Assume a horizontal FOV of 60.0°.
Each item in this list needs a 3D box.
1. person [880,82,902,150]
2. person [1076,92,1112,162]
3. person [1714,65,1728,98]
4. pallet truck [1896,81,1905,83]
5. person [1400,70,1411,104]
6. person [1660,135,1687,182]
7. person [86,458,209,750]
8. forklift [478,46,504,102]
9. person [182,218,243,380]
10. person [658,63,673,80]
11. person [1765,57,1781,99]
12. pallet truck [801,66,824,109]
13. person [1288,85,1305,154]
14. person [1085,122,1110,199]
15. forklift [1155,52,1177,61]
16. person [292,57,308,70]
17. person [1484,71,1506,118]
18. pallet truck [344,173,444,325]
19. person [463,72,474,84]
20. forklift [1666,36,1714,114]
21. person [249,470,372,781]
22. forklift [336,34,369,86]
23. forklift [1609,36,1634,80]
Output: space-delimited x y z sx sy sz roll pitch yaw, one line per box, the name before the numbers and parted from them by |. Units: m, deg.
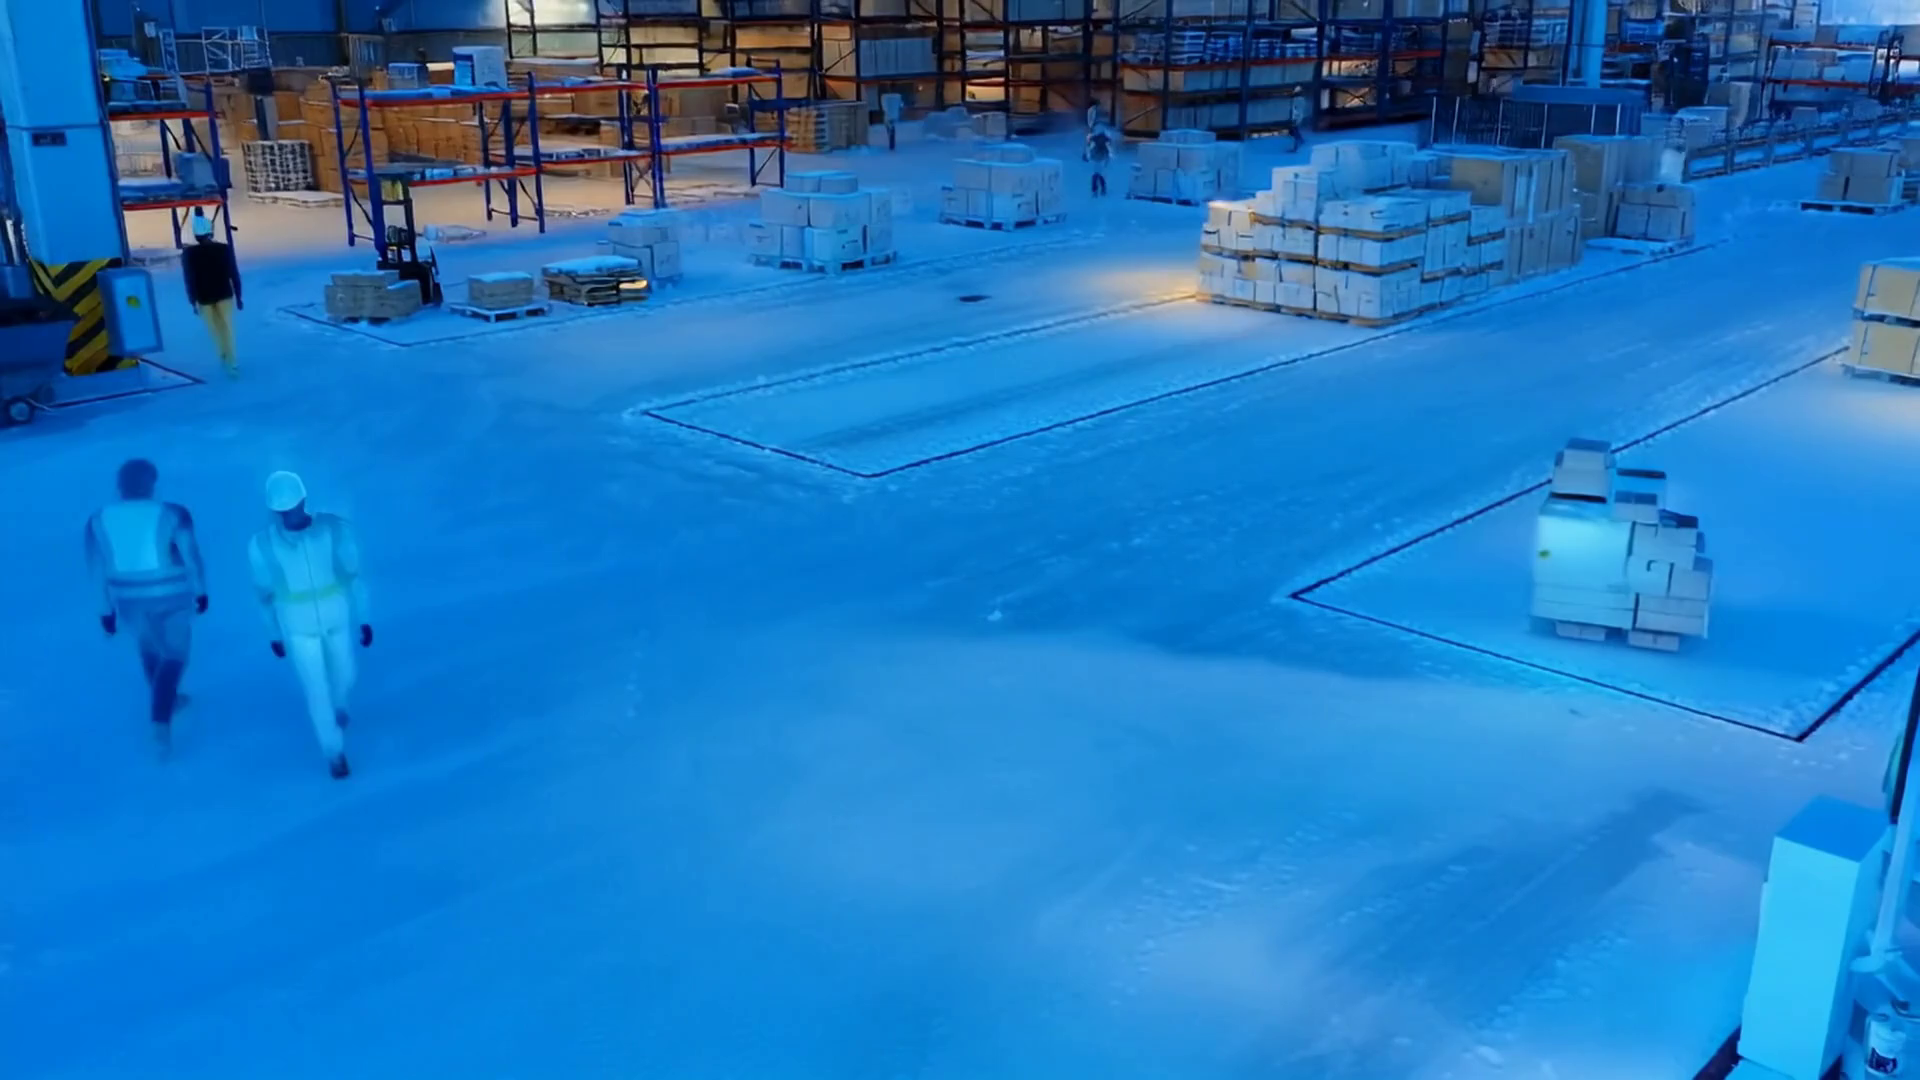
person | -1.985 -12.339 48.448 0.623 1.940 0.896 -6 19 -17
person | 3.701 -11.197 45.132 1.055 1.863 0.579 -5 19 -14
person | 26.999 -15.884 59.114 0.438 1.928 0.630 -7 19 -19
pallet truck | 34.802 -16.331 61.455 0.653 1.274 1.630 17 25 41
person | 16.308 -16.439 61.201 0.684 1.668 0.540 9 20 25
person | 13.581 -6.747 31.658 0.653 1.883 1.037 -9 20 -25
person | -5.029 0.390 10.312 0.620 1.803 0.888 -1 18 -3
forklift | -14.397 -13.832 51.456 1.129 2.768 1.873 17 25 41
person | -9.026 -2.943 20.135 0.607 1.939 1.060 -7 20 -19
person | -11.118 -16.982 62.537 0.676 1.852 0.976 8 20 23
person | 34.164 -19.319 69.660 0.605 1.810 0.671 -16 24 -40
pallet truck | -4.812 -15.182 56.903 0.823 1.965 1.885 -9 21 -26
person | 9.597 -11.995 47.420 0.414 1.917 0.569 -6 19 -18
person | 3.093 -8.487 37.229 0.547 1.681 0.368 -9 20 -25
forklift | 6.706 -14.733 54.171 1.129 2.768 1.873 17 25 41
person | -26.063 -18.099 65.790 0.357 1.938 0.636 17 25 41
person | 19.466 -16.177 60.420 0.867 1.651 0.545 5 19 15
pallet truck | -8.209 -4.181 23.757 0.823 1.965 1.885 3 19 9
person | -15.637 -13.896 53.033 0.380 1.995 0.611 17 25 41
forklift | 27.341 -17.291 61.877 1.129 2.768 1.873 17 25 41
person | -3.861 0.456 9.938 0.611 1.898 0.673 -10 21 -28
forklift | -23.464 -18.297 64.908 1.129 2.768 1.873 17 25 41
forklift | 24.713 -17.411 62.238 1.129 2.768 1.873 17 25 41
